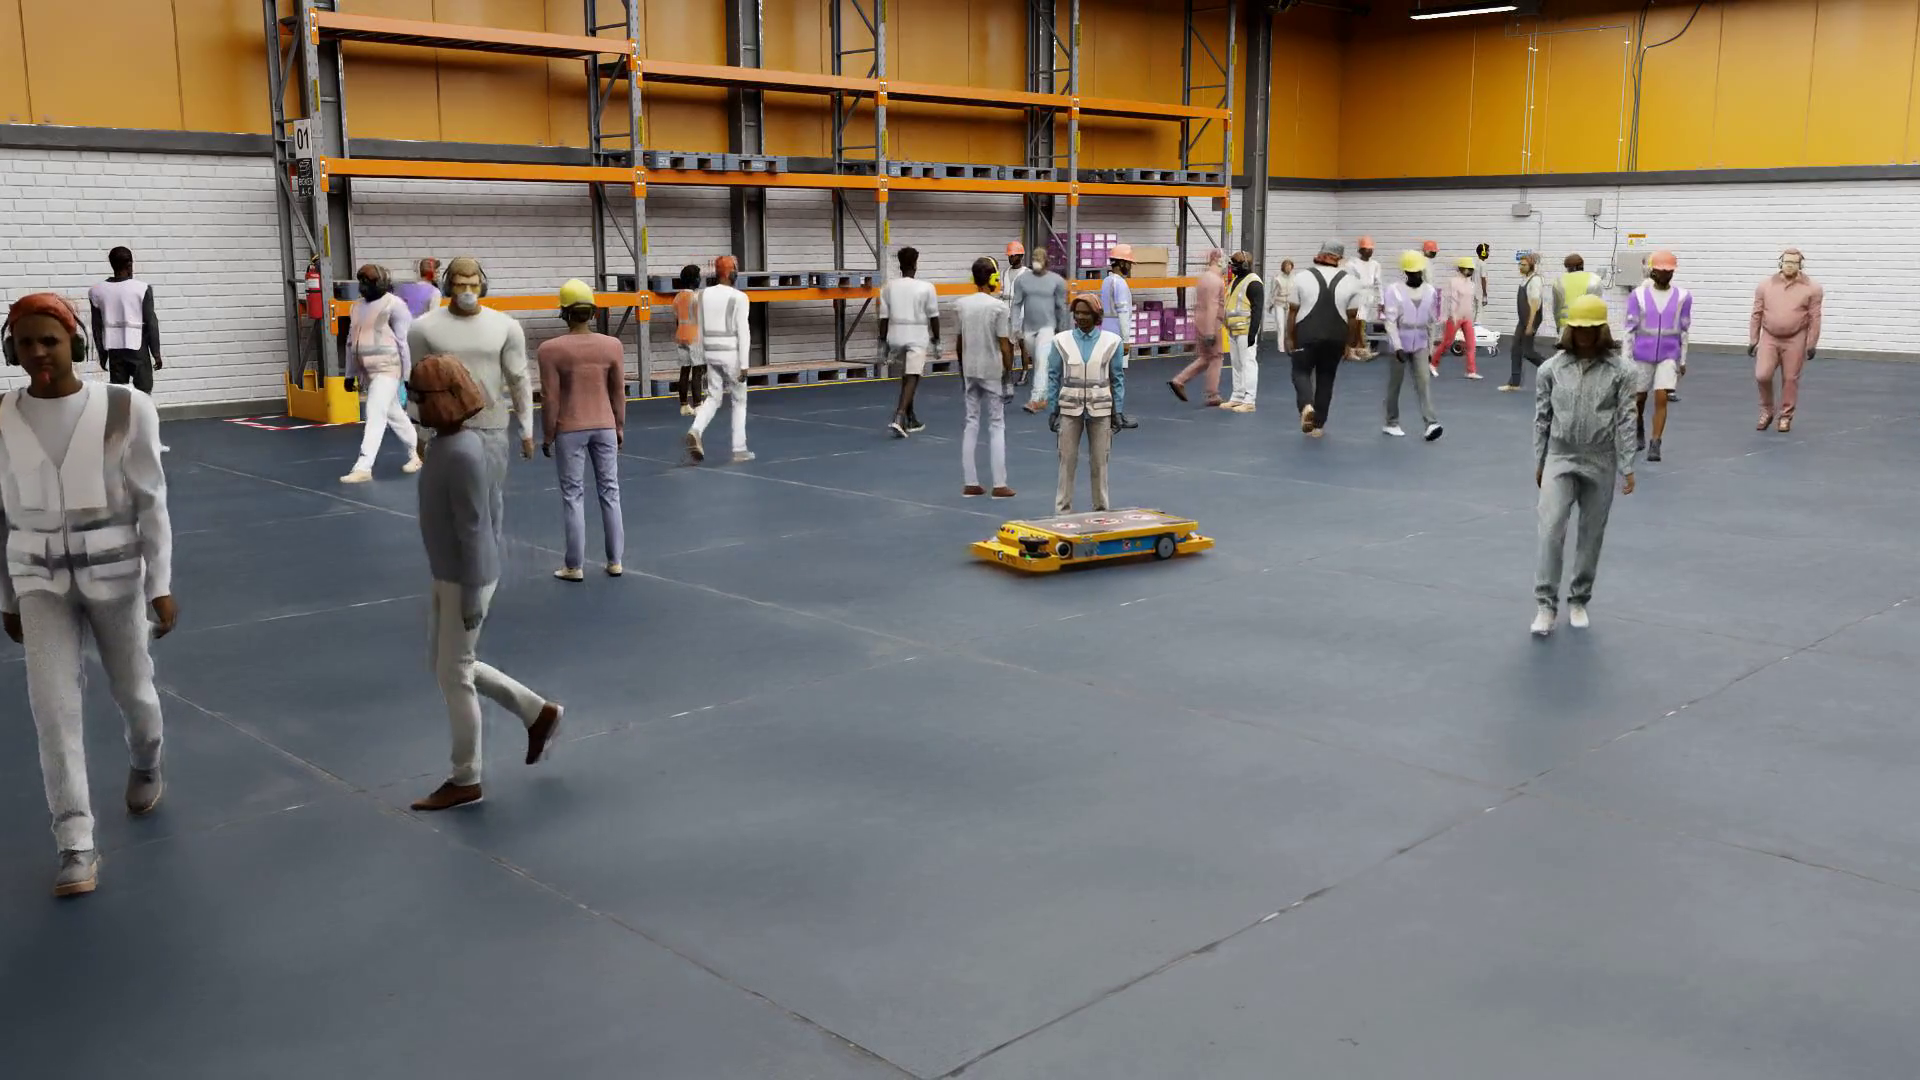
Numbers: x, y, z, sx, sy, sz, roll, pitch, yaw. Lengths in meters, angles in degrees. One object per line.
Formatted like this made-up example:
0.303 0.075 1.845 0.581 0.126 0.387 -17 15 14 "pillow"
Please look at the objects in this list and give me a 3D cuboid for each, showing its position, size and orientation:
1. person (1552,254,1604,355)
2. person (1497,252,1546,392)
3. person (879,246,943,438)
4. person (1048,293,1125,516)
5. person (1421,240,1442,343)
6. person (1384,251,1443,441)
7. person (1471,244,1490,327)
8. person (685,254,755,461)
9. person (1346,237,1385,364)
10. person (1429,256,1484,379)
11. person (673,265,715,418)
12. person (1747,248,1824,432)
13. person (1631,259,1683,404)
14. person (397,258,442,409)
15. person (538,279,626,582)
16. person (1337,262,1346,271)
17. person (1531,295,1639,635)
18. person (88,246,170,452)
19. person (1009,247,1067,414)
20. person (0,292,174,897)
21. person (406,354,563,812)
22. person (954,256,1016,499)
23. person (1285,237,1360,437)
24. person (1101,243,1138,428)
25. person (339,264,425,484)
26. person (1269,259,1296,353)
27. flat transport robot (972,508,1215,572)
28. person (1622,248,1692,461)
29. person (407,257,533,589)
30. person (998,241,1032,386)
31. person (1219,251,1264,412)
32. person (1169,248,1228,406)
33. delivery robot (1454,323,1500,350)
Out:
7.855 -2.729 21.144 0.653 1.794 0.576 6 12 32 "person"
7.376 -2.791 21.390 0.706 1.817 0.525 0 10 0 "person"
-0.543 -2.002 16.823 0.613 1.925 1.005 5 11 24 "person"
0.851 -0.845 11.256 0.517 1.636 0.314 1 10 7 "person"
8.301 -4.399 29.845 0.982 1.940 0.634 1 10 4 "person"
4.476 -1.912 16.455 0.585 1.860 1.011 -2 11 -8 "person"
9.486 -4.458 30.319 0.321 1.871 0.532 -2 11 -9 "person"
-2.137 -1.594 14.734 0.587 1.864 0.742 5 12 27 "person"
6.450 -3.800 26.405 0.632 1.984 1.060 -4 11 -22 "person"
7.071 -3.165 23.651 0.529 1.730 0.859 -5 12 -27 "person"
-2.981 -2.213 18.550 0.318 1.697 0.535 -10 14 -43 "person"
8.476 -2.048 17.127 0.684 1.887 0.532 7 12 33 "person"
8.363 -2.569 20.214 0.594 1.804 0.878 -9 14 -42 "person"
-5.819 -2.116 17.806 0.909 1.792 0.625 -10 14 -43 "person"
-2.208 -0.637 9.761 0.523 1.772 0.302 -7 12 -33 "person"
6.530 -4.248 29.108 0.545 1.907 0.950 6 12 29 "person"
3.145 -0.364 8.400 0.502 1.718 0.726 4 11 19 "person"
-7.693 -1.742 15.373 0.587 1.920 0.392 0 10 -1 "person"
0.902 -2.406 19.112 0.631 1.882 1.035 4 11 23 "person"
-2.834 0.127 5.385 0.573 1.859 0.887 -3 11 -17 "person"
-1.723 0.143 5.929 0.523 1.619 0.507 -6 12 -30 "person"
0.198 -1.245 12.819 0.516 1.870 0.371 6 12 31 "person"
3.610 -2.033 16.630 0.712 2.000 0.641 1 10 3 "person"
1.672 -2.145 17.529 0.361 1.935 0.544 -3 11 -16 "person"
-4.842 -1.407 13.925 0.631 1.802 0.979 7 12 33 "person"
5.619 -4.064 28.870 0.520 1.618 0.688 -1 10 -3 "person"
0.848 -0.018 10.469 1.431 0.197 0.652 -7 12 -32 "flat transport robot"
6.349 -1.703 15.197 0.559 1.917 0.840 4 11 19 "person"
-2.707 -0.610 9.252 0.651 1.906 0.843 -4 11 -19 "person"
0.741 -3.037 22.385 0.545 1.939 0.354 7 13 34 "person"
3.238 -2.391 19.128 0.430 1.843 0.625 -3 11 -15 "person"
2.878 -2.521 19.738 0.637 1.878 0.675 -1 10 -4 "person"
8.658 -3.397 27.868 0.707 0.478 0.477 6 12 30 "delivery robot"
